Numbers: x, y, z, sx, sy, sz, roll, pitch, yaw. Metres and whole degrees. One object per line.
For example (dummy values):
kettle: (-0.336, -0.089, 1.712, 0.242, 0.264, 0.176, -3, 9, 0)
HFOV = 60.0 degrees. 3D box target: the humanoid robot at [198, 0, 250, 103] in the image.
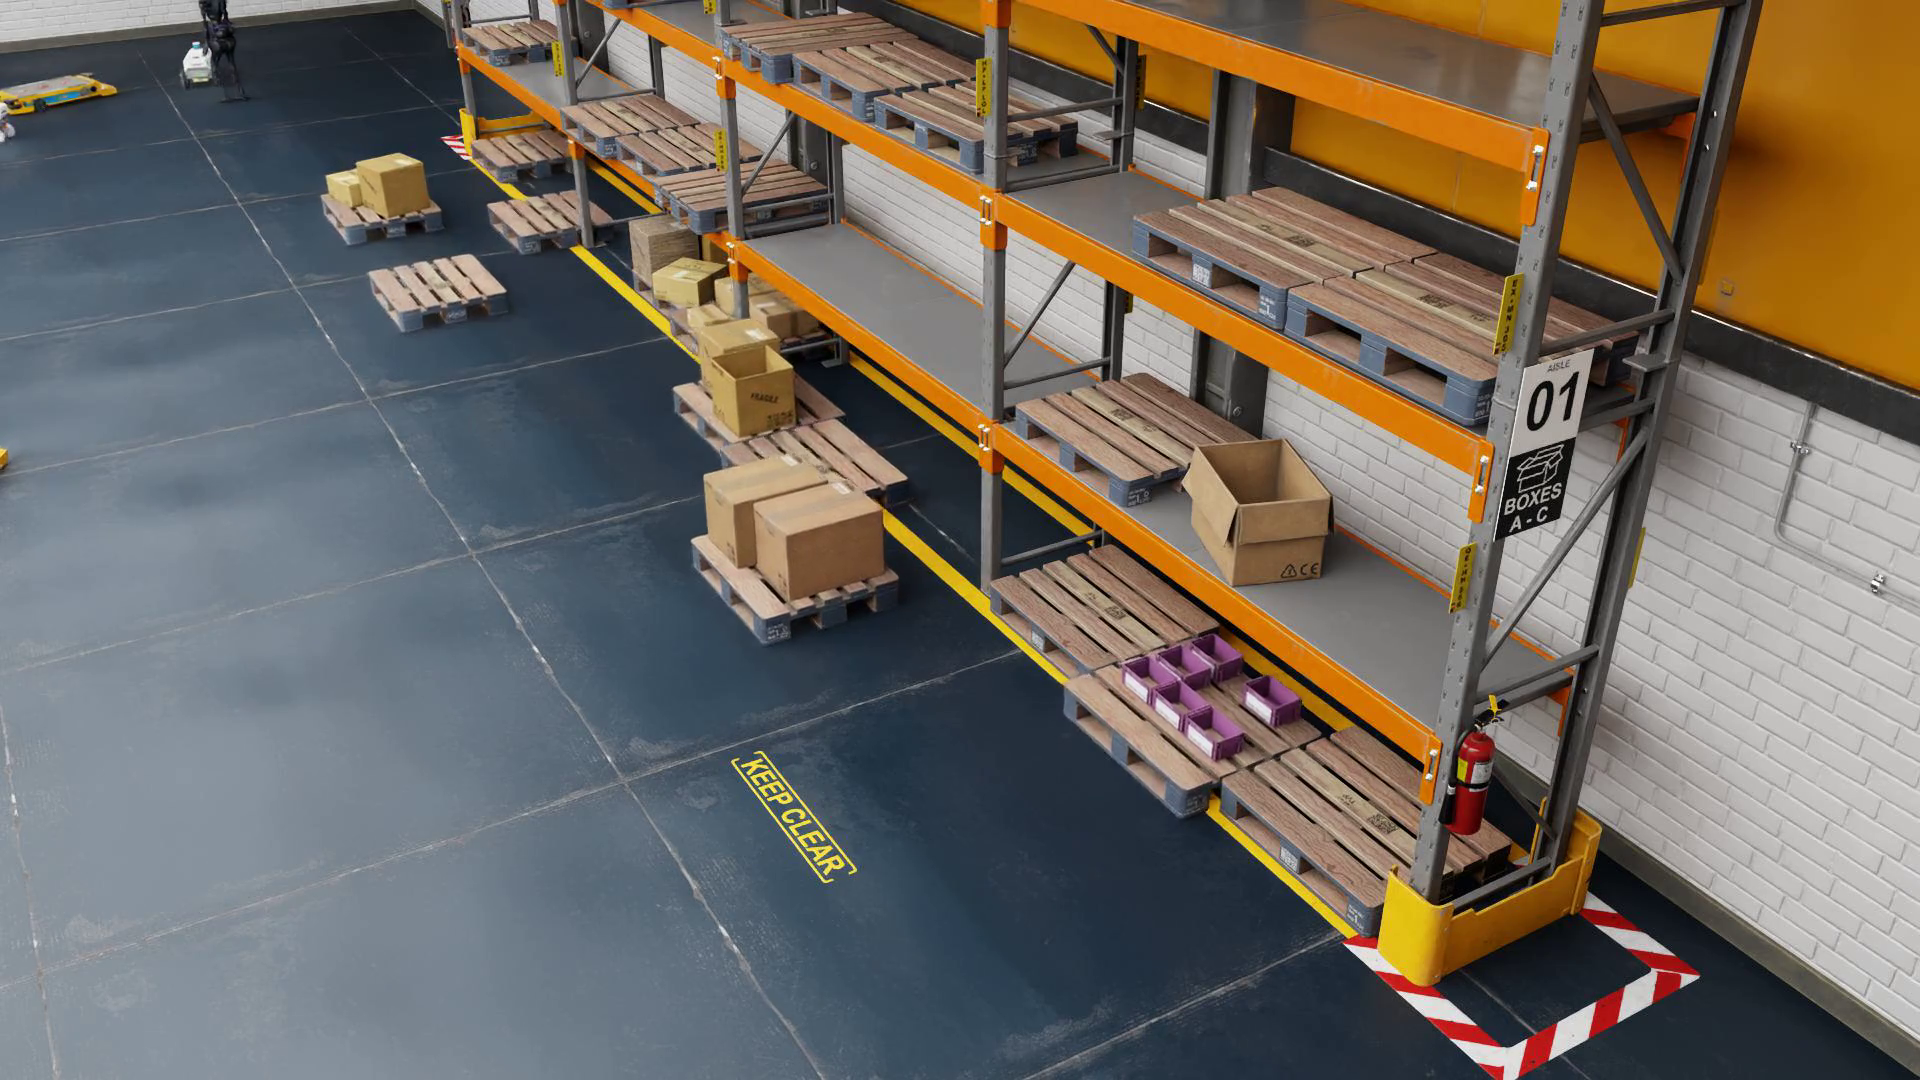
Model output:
humanoid robot: (-9.716, -6.600, 21.859, 0.365, 1.652, 0.603, 6, 30, 10)

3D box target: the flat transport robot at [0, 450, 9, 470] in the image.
flat transport robot: (-7.635, -0.337, 12.227, 0.659, 0.231, 1.431, -3, 30, -5)

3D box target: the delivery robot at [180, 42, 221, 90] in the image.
delivery robot: (-10.435, -6.508, 22.849, 0.499, 0.612, 0.796, -8, 30, -13)

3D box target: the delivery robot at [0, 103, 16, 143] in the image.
delivery robot: (-12.151, -5.194, 20.511, 0.781, 0.595, 0.499, -1, 30, -1)

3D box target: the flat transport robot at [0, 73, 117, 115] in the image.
flat transport robot: (-12.071, -5.924, 22.091, 0.659, 0.231, 1.431, 20, 35, 32)
